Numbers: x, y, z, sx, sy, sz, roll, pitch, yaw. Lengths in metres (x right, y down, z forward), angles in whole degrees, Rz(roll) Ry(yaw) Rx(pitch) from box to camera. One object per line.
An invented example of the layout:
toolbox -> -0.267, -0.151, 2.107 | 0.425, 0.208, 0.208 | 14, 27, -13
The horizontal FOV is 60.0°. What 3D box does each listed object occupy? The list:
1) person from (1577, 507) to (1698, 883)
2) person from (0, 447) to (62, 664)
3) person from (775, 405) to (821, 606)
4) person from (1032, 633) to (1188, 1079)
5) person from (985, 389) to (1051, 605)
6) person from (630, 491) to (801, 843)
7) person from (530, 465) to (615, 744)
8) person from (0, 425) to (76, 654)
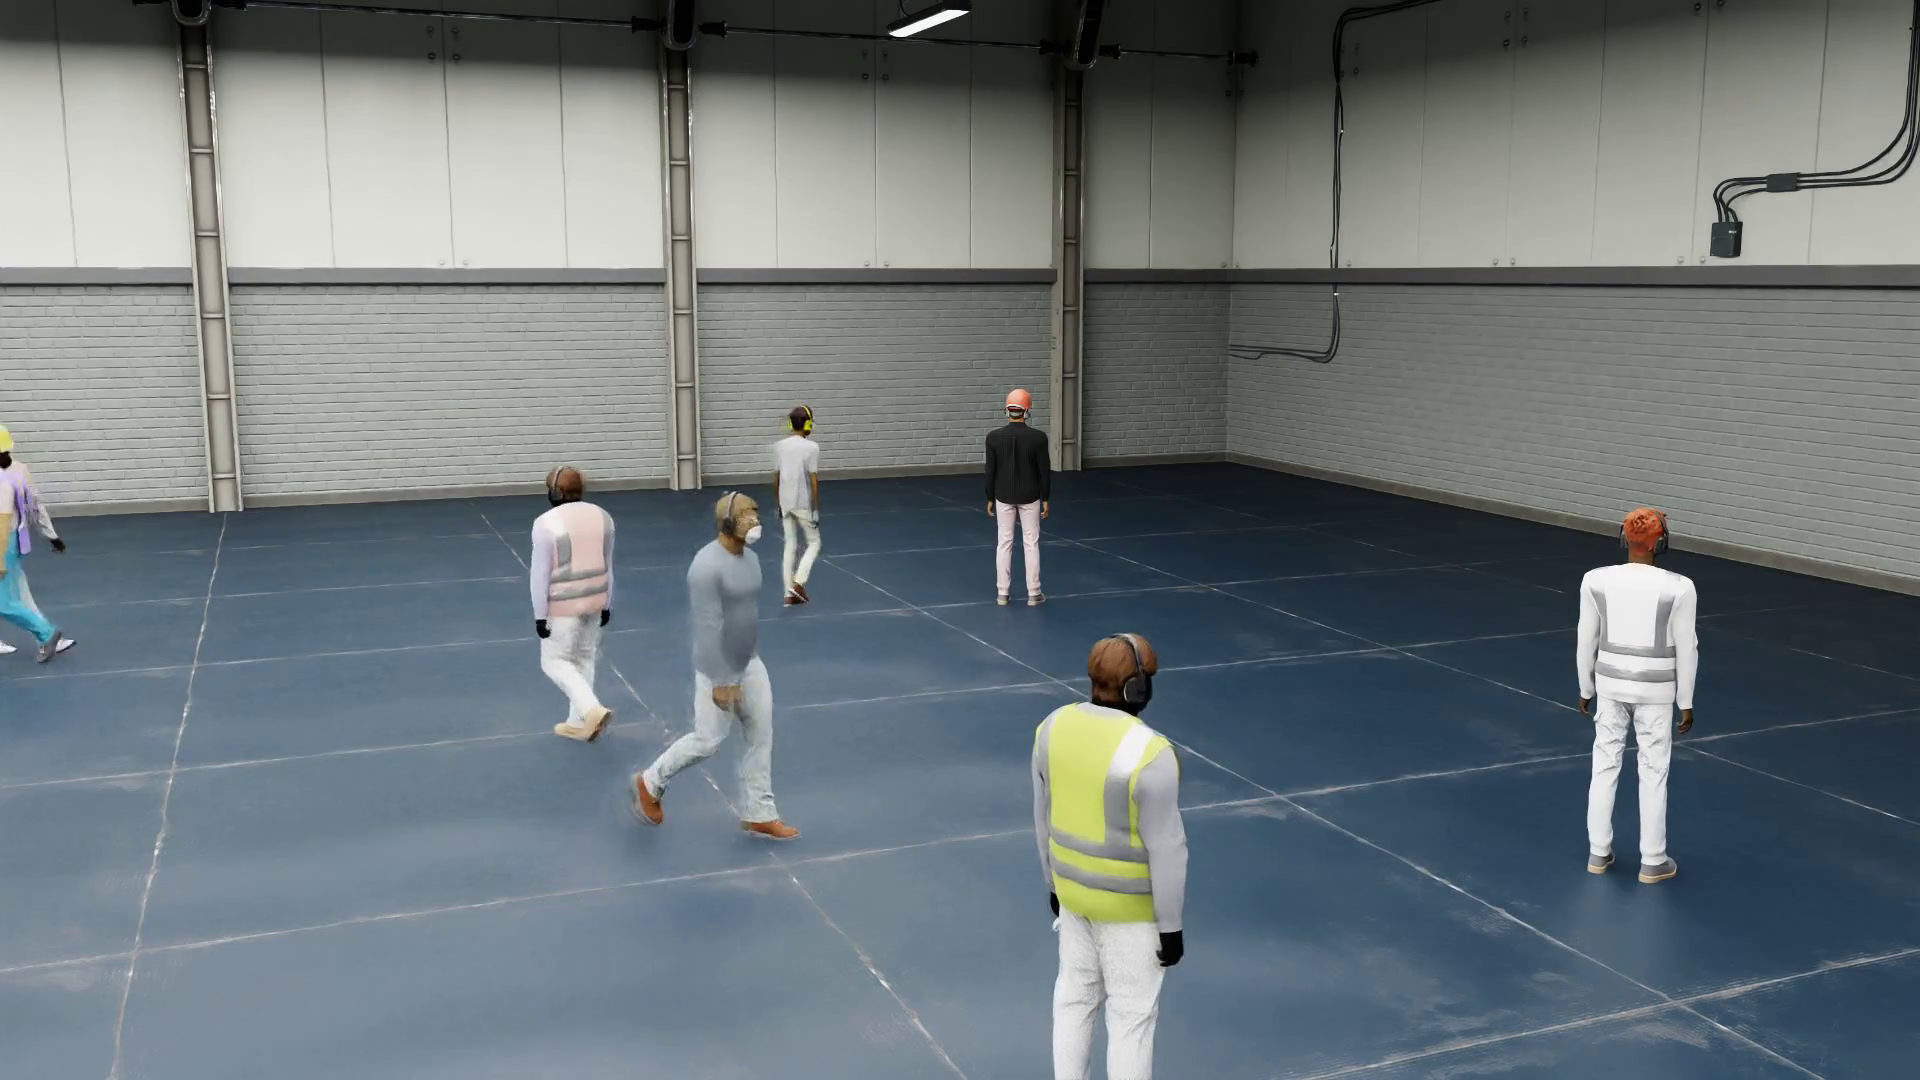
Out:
person -> 3.391, 0.774, 8.350 | 0.573, 1.883, 0.354 | 7, 11, 37
person -> -7.340, 0.110, 12.694 | 0.599, 1.821, 0.705 | 8, 12, 42
person -> -1.487, -0.302, 15.227 | 0.550, 1.849, 0.397 | 5, 10, 27
person -> 0.533, 1.222, 5.671 | 0.429, 1.839, 0.633 | -8, 12, -39
person -> 0.537, -0.387, 15.293 | 0.608, 1.995, 0.377 | 2, 9, 11
person -> -1.323, 0.675, 8.923 | 0.882, 1.908, 0.625 | 4, 10, 25
person -> -2.446, 0.433, 10.674 | 0.624, 1.826, 0.635 | 7, 12, 38
person -> -7.467, 0.010, 13.172 | 0.973, 1.860, 0.633 | 1, 9, 4
